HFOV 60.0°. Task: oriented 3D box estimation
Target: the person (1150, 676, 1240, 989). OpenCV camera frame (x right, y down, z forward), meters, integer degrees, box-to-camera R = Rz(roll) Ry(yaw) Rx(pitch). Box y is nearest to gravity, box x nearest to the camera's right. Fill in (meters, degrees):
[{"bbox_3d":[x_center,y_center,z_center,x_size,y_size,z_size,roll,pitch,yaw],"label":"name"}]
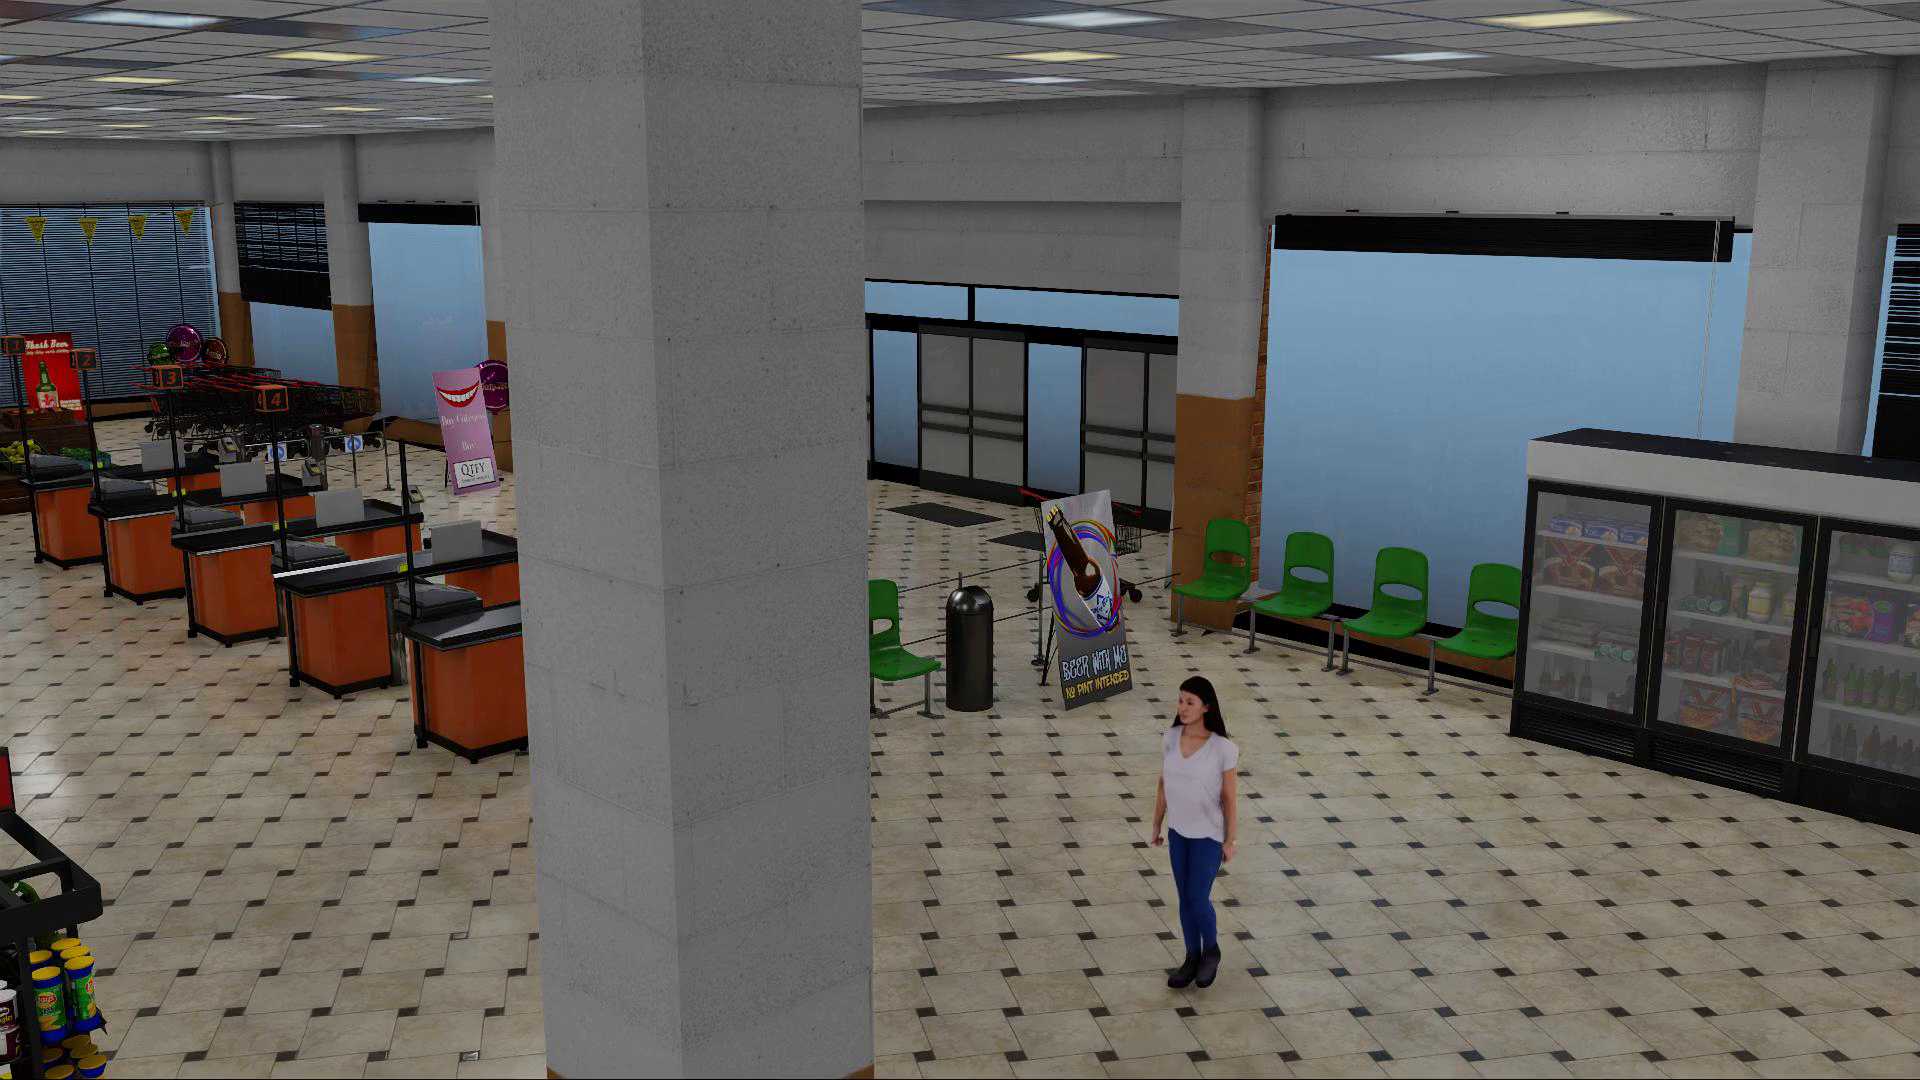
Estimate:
[{"bbox_3d":[1.282,1.526,8.646,0.610,1.673,0.568,11,16,42],"label":"person"}]
